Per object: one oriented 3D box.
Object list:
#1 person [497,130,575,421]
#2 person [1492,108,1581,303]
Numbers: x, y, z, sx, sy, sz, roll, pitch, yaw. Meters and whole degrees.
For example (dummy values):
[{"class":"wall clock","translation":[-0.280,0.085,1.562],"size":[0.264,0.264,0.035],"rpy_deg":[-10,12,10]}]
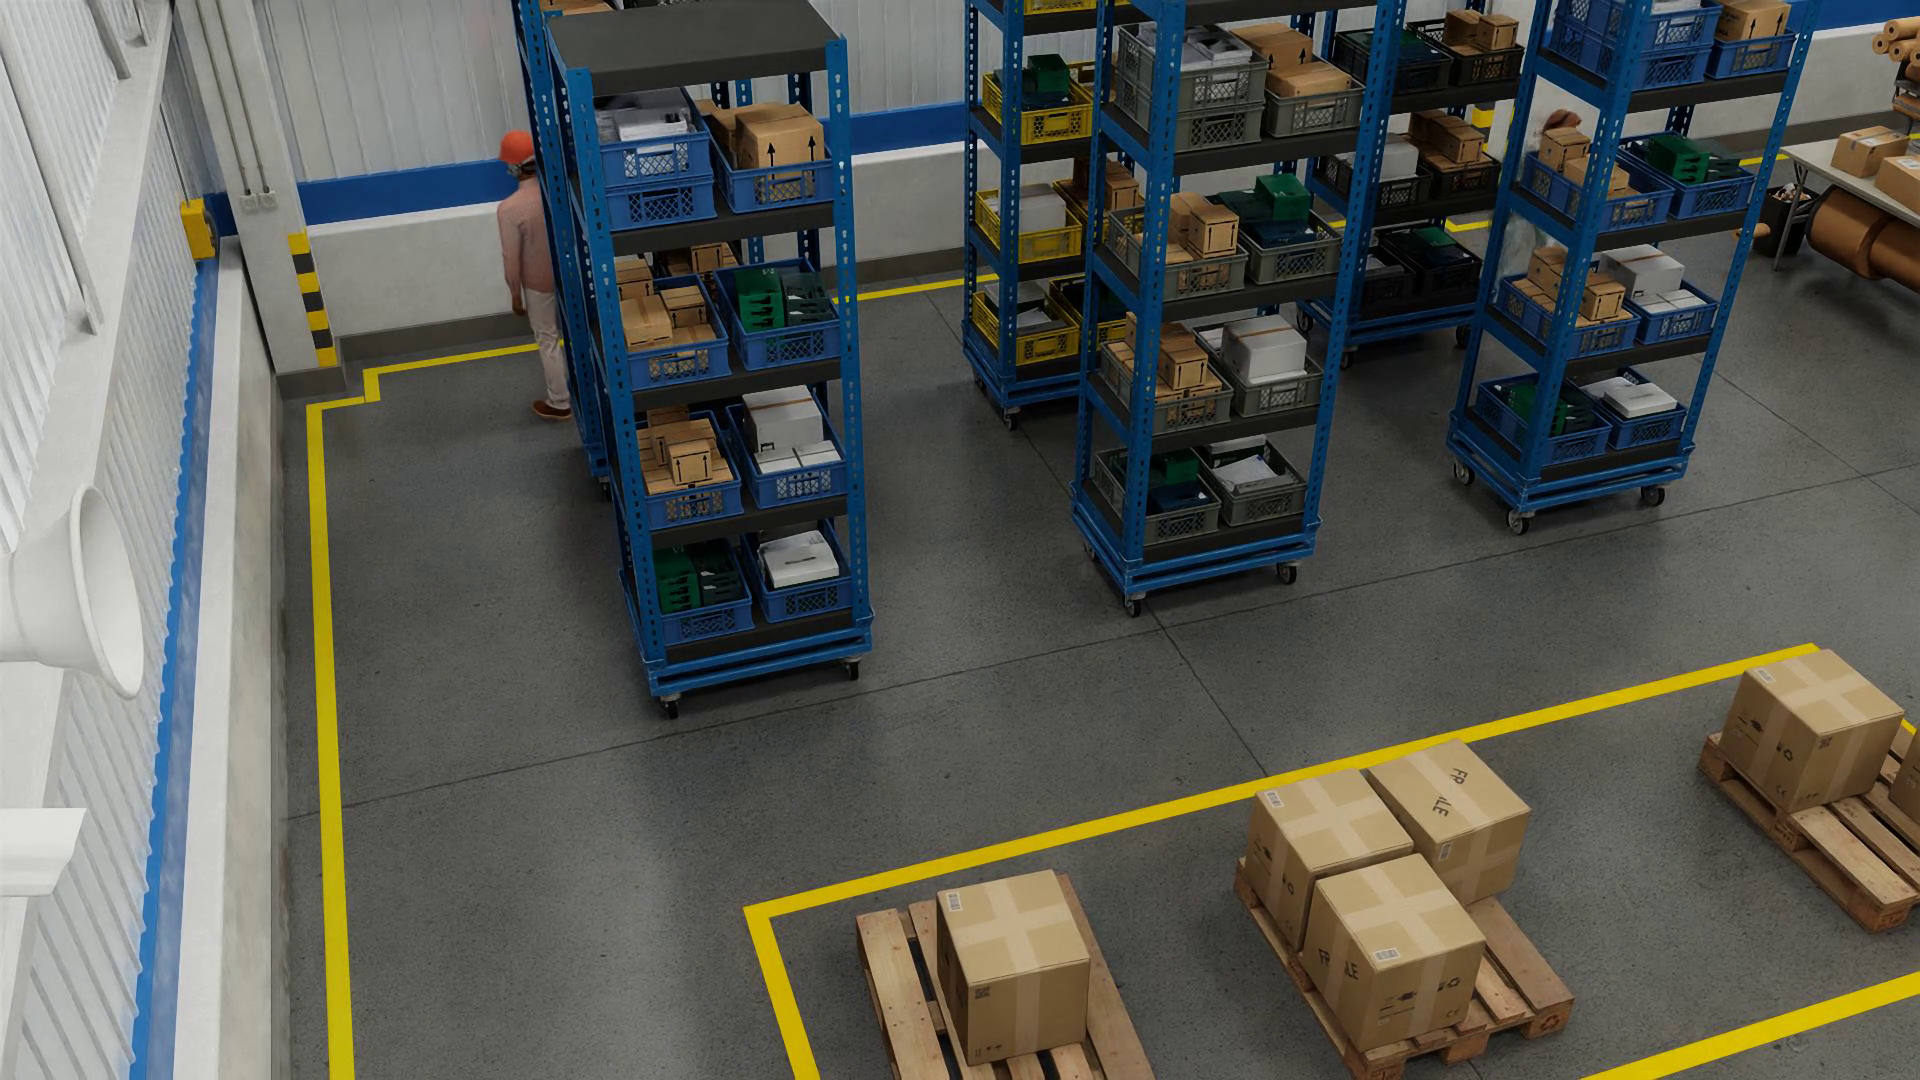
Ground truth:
[{"class":"person","translation":[-2.767,-1.762,11.066],"size":[0.432,1.981,0.632],"rpy_deg":[23,41,29]},{"class":"person","translation":[4.212,-2.405,12.286],"size":[0.767,1.612,0.344],"rpy_deg":[-15,38,-21]}]
